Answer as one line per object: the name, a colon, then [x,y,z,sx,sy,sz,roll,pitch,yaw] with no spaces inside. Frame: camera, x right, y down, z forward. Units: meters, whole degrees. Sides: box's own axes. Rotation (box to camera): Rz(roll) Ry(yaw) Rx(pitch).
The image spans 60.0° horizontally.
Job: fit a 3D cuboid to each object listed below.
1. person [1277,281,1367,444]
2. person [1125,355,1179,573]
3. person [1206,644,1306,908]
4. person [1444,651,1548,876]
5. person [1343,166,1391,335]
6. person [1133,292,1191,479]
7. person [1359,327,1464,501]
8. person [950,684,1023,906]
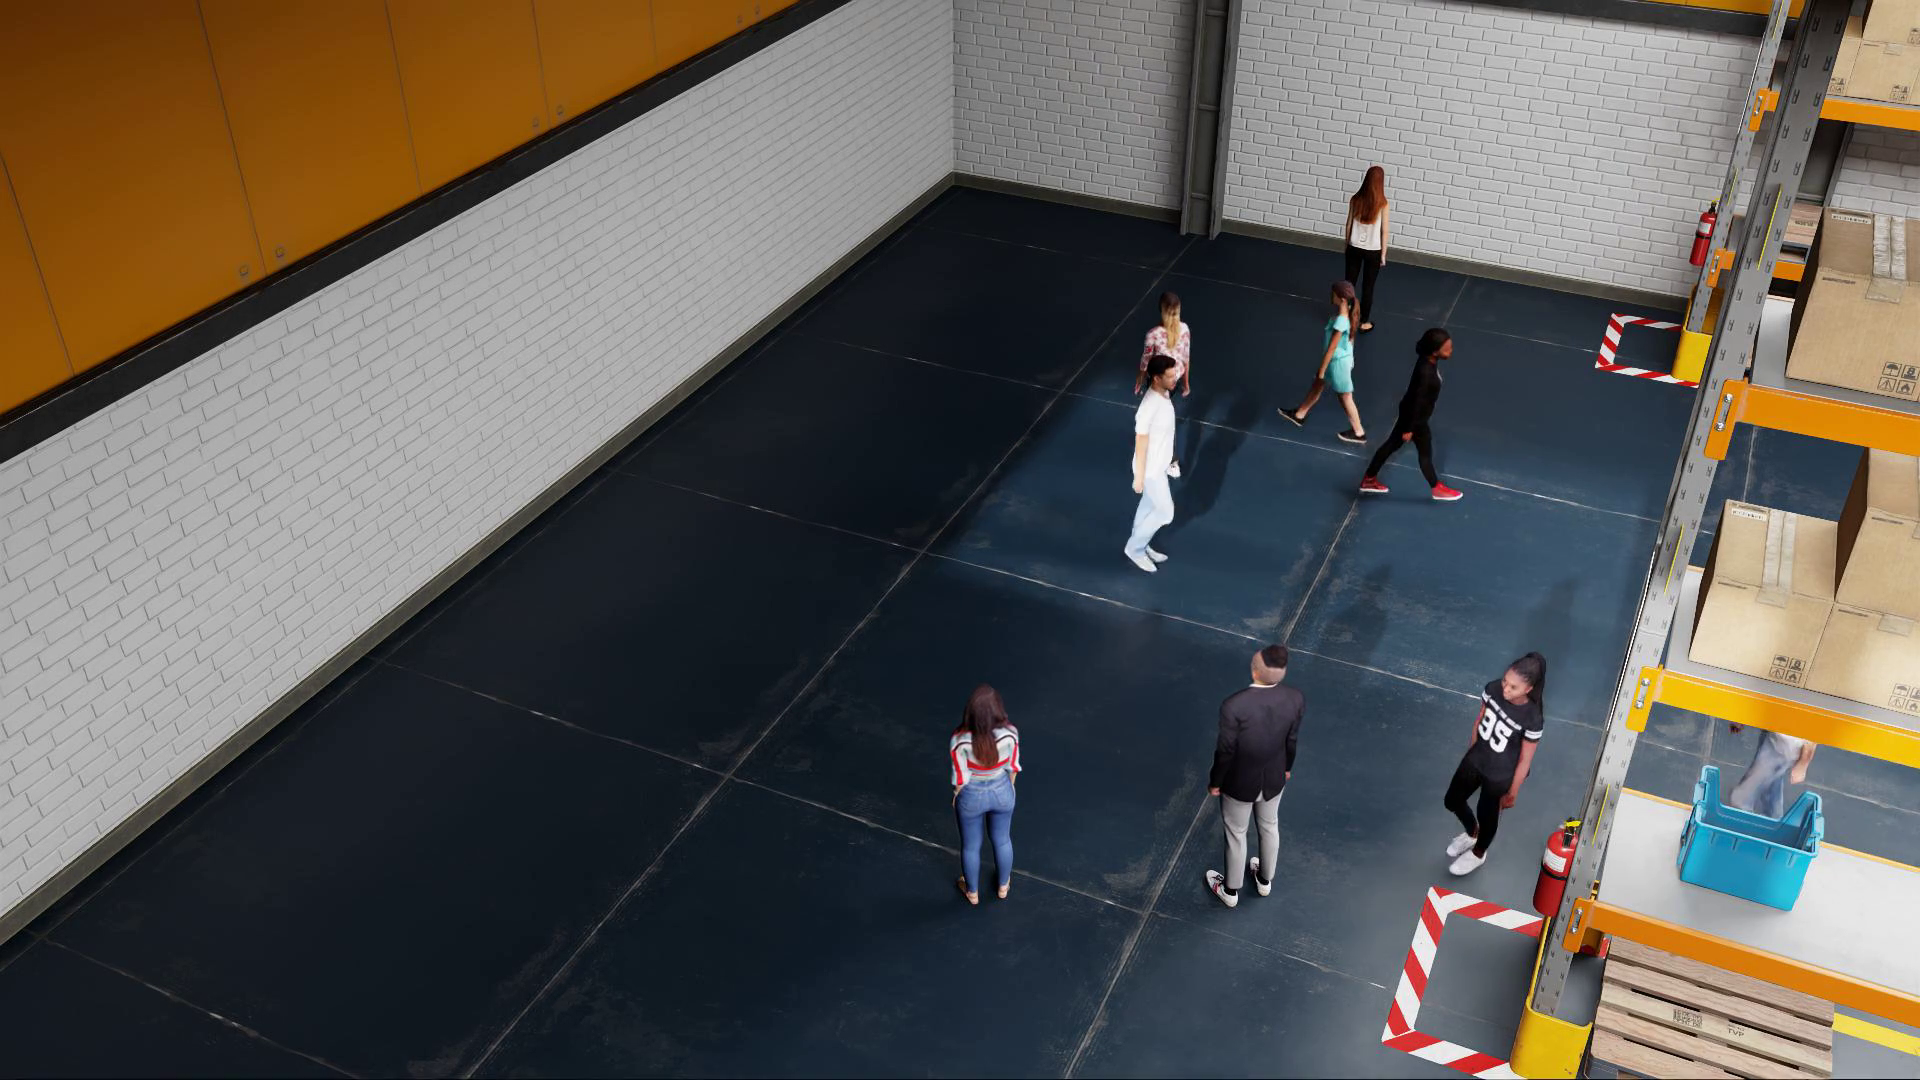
person: [3.384,-1.517,14.581,1.061,1.509,0.556,15,37,22]
person: [1.415,-0.616,12.916,0.636,1.851,0.695,11,35,16]
person: [1.750,1.369,9.843,0.780,1.946,0.848,-10,35,-15]
person: [3.306,1.360,10.061,0.826,1.721,0.744,-16,37,-22]
person: [3.992,-2.862,16.412,0.473,1.722,0.665,19,38,26]
person: [1.782,-1.296,14.180,1.050,1.586,1.173,-15,36,-21]
person: [3.670,-1.005,13.707,1.149,1.624,0.854,5,34,8]
person: [0.149,1.515,9.925,0.641,1.614,0.724,-7,34,-11]
